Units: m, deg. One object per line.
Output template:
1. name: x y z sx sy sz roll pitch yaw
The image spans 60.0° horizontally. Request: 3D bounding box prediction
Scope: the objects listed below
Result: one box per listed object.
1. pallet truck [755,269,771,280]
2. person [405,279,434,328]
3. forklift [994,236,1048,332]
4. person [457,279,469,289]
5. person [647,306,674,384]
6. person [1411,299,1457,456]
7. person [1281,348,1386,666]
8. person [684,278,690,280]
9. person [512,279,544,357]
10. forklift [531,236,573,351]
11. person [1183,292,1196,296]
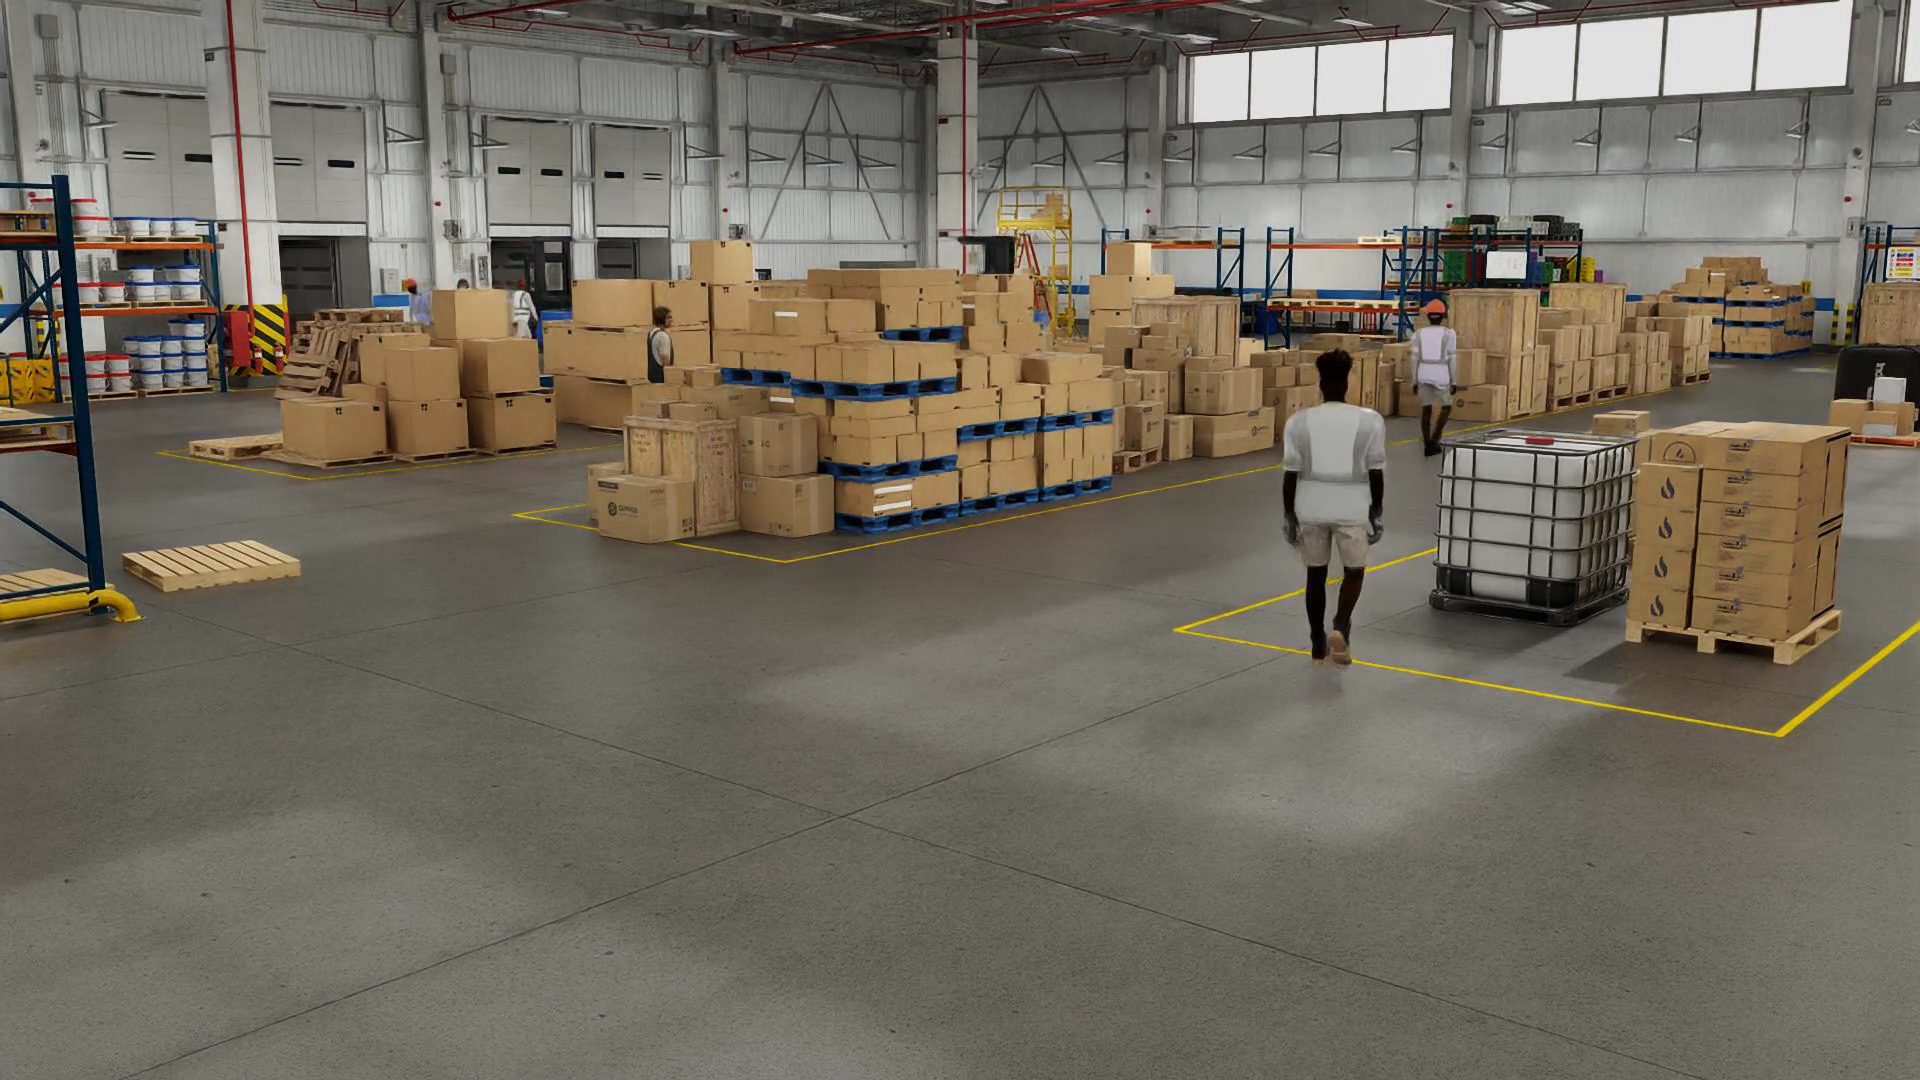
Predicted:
1. pallet truck: -4.996 -6.432 45.525 1.885 1.965 0.823 -6 12 -32
2. person: -12.186 -4.958 37.570 0.551 1.846 1.076 9 14 43
3. forklift: 1.064 -5.678 38.722 1.873 2.768 1.129 2 10 14
4. person: -10.514 -4.579 35.305 0.630 1.878 1.023 -3 11 -19
5. person: -3.669 -1.954 20.466 0.325 1.843 0.516 -6 12 -31
6. person: 5.800 -1.977 20.352 0.579 1.926 0.387 7 12 34
7. person: 2.237 -0.174 10.011 0.625 1.955 0.529 3 10 18
8. person: -5.930 -4.734 36.139 0.916 1.897 0.647 -5 11 -28
9. person: -9.989 -5.076 38.286 1.001 1.820 0.618 -9 14 -43
10. forklift: -9.601 -5.790 39.356 1.873 2.768 1.129 8 13 40
11. person: 3.453 -2.722 24.651 0.602 1.905 0.584 8 13 37
